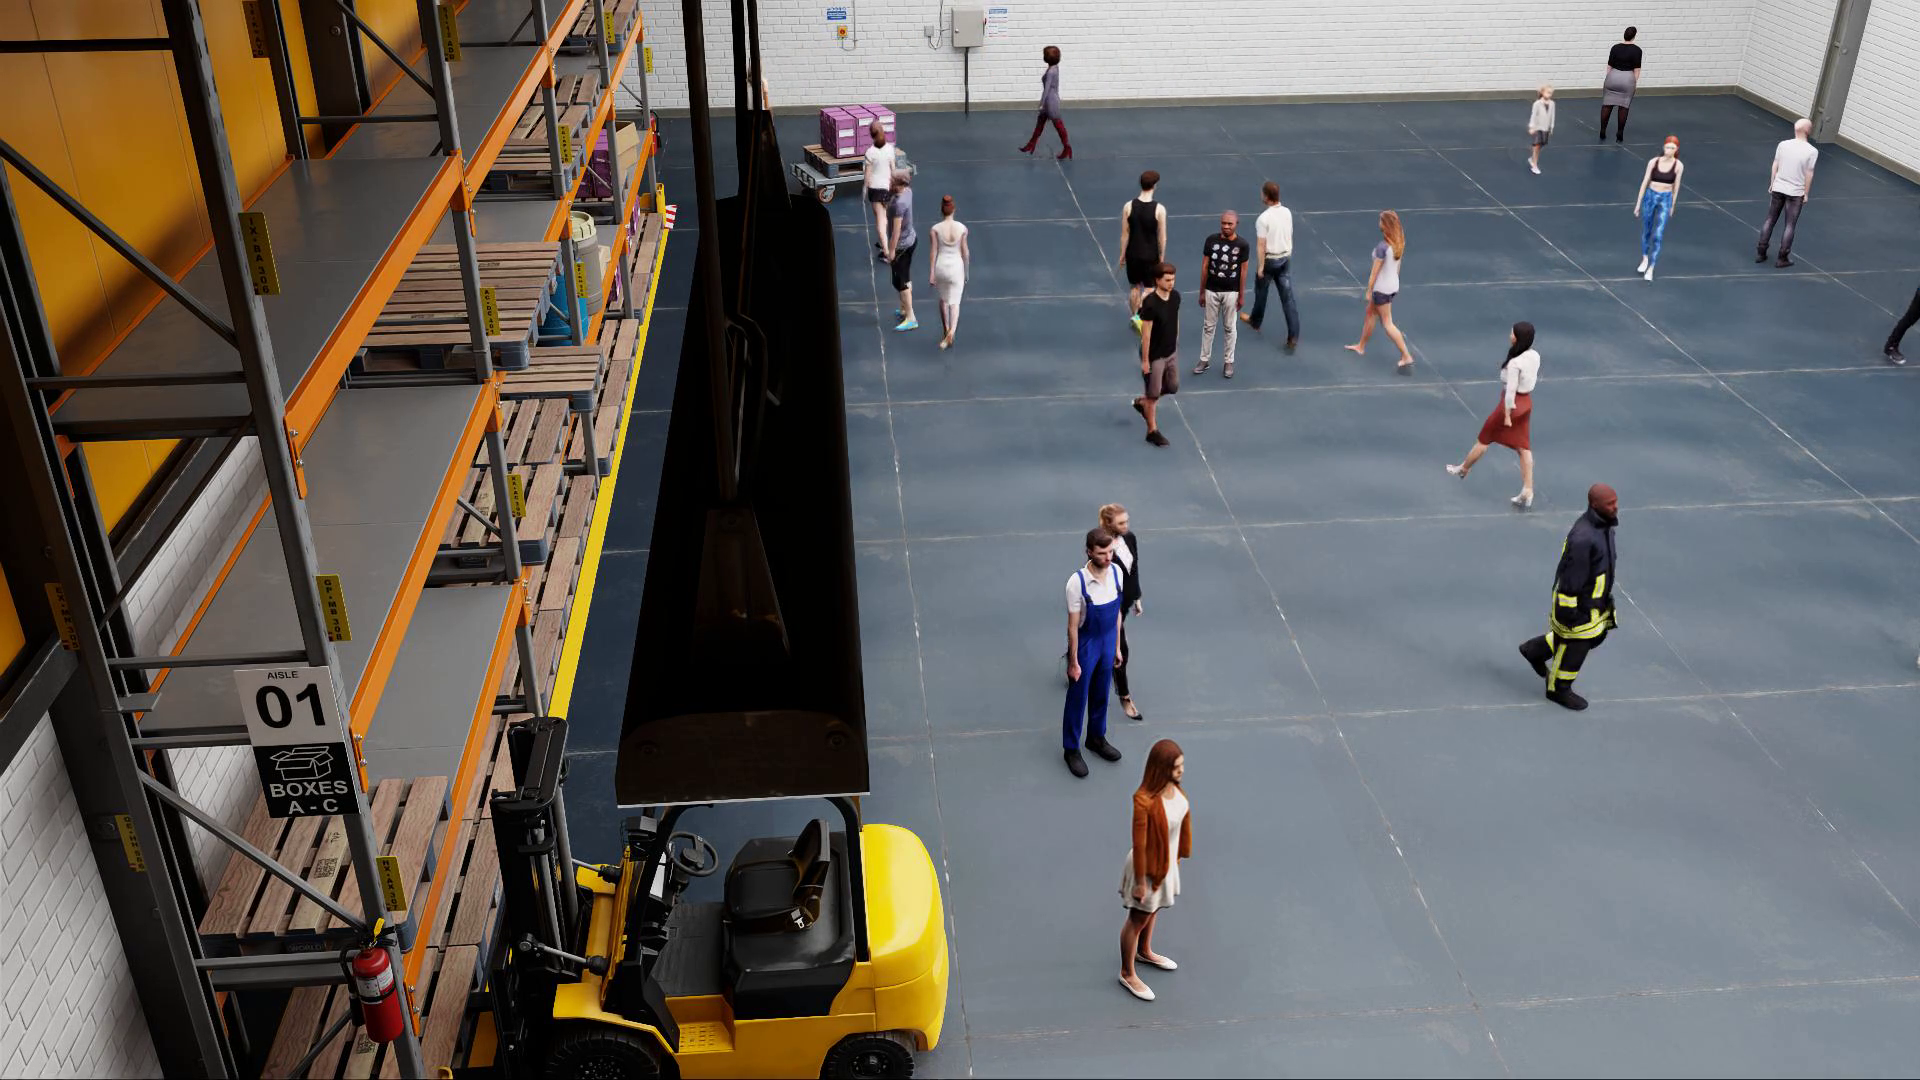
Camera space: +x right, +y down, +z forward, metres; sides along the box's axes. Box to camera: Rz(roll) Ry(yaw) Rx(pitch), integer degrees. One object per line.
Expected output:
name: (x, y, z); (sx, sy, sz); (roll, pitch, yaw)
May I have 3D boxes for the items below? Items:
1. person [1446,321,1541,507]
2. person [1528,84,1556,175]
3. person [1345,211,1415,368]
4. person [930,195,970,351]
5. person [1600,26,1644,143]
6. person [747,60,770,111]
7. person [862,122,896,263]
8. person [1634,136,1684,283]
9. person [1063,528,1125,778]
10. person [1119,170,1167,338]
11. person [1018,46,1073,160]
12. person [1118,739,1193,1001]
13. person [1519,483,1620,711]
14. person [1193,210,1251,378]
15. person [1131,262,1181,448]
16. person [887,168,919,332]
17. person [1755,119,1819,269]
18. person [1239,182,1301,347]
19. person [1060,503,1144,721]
person: (5.066, -1.101, 15.011); (1.001, 1.704, 1.170); (-21, 35, -34)
person: (8.611, -6.130, 24.693); (0.548, 1.260, 0.767); (-5, 29, -9)
person: (4.638, -2.633, 17.873); (1.154, 1.653, 1.069); (24, 37, 37)
person: (-0.127, -2.838, 18.133); (0.680, 1.764, 1.047); (-1, 29, -1)
person: (10.333, -7.138, 26.022); (0.781, 1.758, 0.828); (19, 34, 31)
person: (-2.919, -6.094, 24.078); (0.859, 1.786, 1.015); (12, 31, 20)
person: (-0.959, -4.363, 20.963); (0.809, 1.731, 0.933); (-16, 33, -27)
person: (8.569, -4.099, 20.464); (0.987, 1.745, 1.177); (15, 32, 26)
person: (0.919, 0.735, 11.491); (0.716, 1.851, 0.726); (-18, 33, -29)
person: (2.026, -3.165, 18.617); (0.915, 1.874, 1.082); (9, 30, 16)
person: (1.456, -6.527, 24.998); (0.896, 1.665, 1.084); (6, 29, 12)
person: (1.108, 1.852, 9.580); (0.784, 1.720, 0.702); (17, 33, 29)
person: (4.476, 0.364, 12.211); (1.087, 1.812, 1.032); (21, 35, 33)
person: (2.804, -2.645, 17.735); (0.739, 1.805, 0.733); (9, 30, 15)
person: (1.879, -1.854, 16.236); (0.918, 1.851, 1.012); (-22, 35, -34)
person: (-0.653, -3.360, 18.991); (0.917, 1.859, 0.652); (13, 31, 22)
person: (10.379, -4.360, 20.852); (0.808, 1.831, 0.702); (-21, 35, -33)
person: (3.546, -3.009, 18.407); (1.111, 1.802, 1.394); (-12, 31, -21)
person: (1.059, 0.472, 12.163); (1.141, 1.670, 1.051); (23, 36, 36)
